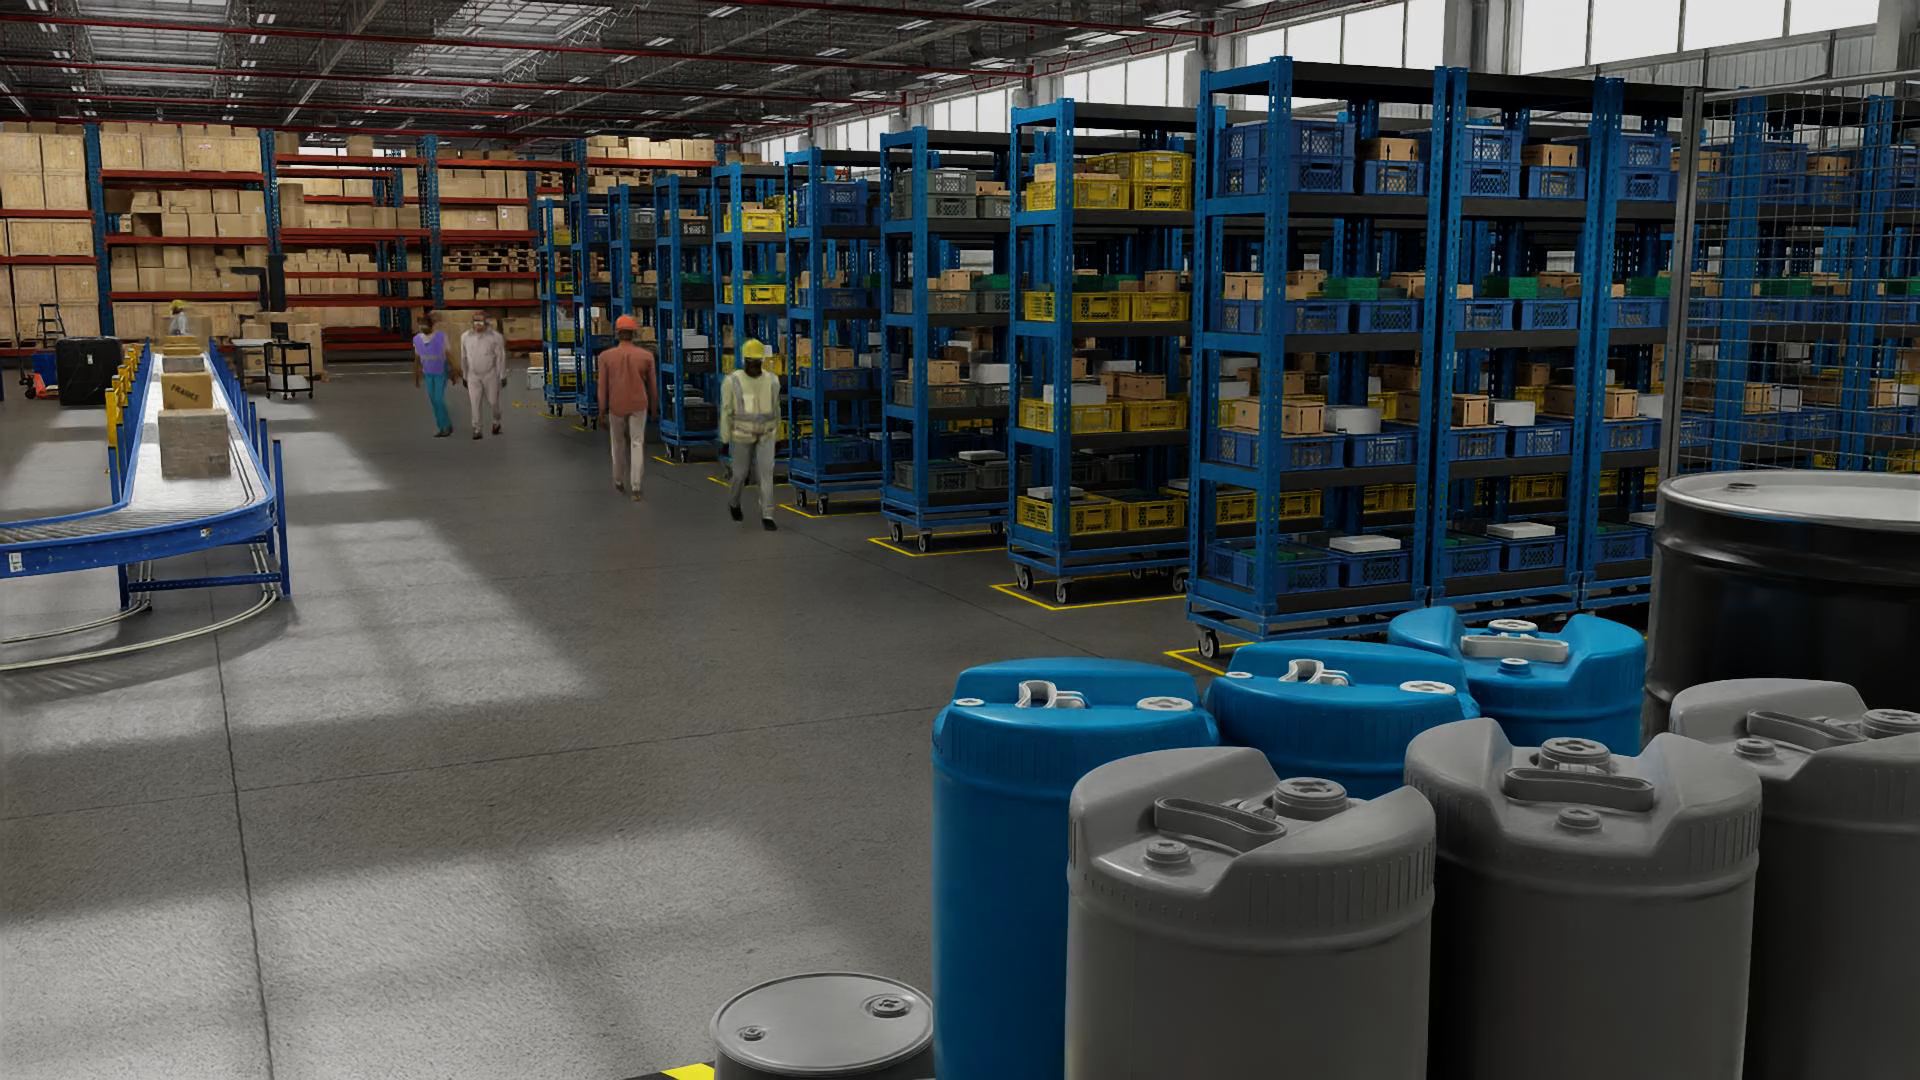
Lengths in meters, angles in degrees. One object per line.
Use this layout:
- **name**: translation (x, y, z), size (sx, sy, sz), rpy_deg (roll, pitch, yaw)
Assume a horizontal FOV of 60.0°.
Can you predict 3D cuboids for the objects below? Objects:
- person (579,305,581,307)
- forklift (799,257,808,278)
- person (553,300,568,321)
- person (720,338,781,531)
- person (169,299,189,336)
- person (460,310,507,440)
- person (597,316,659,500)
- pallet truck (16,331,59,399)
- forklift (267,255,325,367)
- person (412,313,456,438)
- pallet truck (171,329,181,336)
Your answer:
- **person**: translation (-11.672, -6.777, 51.327), size (1.012, 1.853, 0.644), rpy_deg (-6, 11, -34)
- **forklift**: translation (-4.592, -6.605, 47.063), size (1.873, 2.768, 1.129), rpy_deg (-4, 10, -25)
- **person**: translation (-9.685, -5.039, 40.355), size (0.403, 1.914, 0.633), rpy_deg (3, 10, 17)
- **person**: translation (-1.986, -1.014, 15.731), size (0.603, 1.805, 0.843), rpy_deg (-4, 10, -24)
- **person**: translation (-17.309, -4.459, 37.044), size (0.583, 1.815, 0.598), rpy_deg (-5, 10, -29)
- **person**: translation (-6.919, -2.419, 24.227), size (0.666, 1.874, 0.814), rpy_deg (-1, 9, -4)
- **person**: translation (-3.551, -1.420, 17.808), size (0.651, 1.933, 1.040), rpy_deg (-2, 9, -11)
- **pallet truck**: translation (-17.082, -3.353, 31.781), size (1.630, 1.274, 0.653), rpy_deg (-4, 10, -25)
- **forklift**: translation (-16.620, -5.565, 40.617), size (1.873, 2.768, 1.129), rpy_deg (-4, 10, -25)
- **person**: translation (-7.649, -2.385, 24.180), size (0.609, 1.808, 0.487), rpy_deg (3, 10, 17)
- **pallet truck**: translation (-17.275, -3.851, 35.096), size (1.601, 1.201, 0.680), rpy_deg (0, 9, 1)
